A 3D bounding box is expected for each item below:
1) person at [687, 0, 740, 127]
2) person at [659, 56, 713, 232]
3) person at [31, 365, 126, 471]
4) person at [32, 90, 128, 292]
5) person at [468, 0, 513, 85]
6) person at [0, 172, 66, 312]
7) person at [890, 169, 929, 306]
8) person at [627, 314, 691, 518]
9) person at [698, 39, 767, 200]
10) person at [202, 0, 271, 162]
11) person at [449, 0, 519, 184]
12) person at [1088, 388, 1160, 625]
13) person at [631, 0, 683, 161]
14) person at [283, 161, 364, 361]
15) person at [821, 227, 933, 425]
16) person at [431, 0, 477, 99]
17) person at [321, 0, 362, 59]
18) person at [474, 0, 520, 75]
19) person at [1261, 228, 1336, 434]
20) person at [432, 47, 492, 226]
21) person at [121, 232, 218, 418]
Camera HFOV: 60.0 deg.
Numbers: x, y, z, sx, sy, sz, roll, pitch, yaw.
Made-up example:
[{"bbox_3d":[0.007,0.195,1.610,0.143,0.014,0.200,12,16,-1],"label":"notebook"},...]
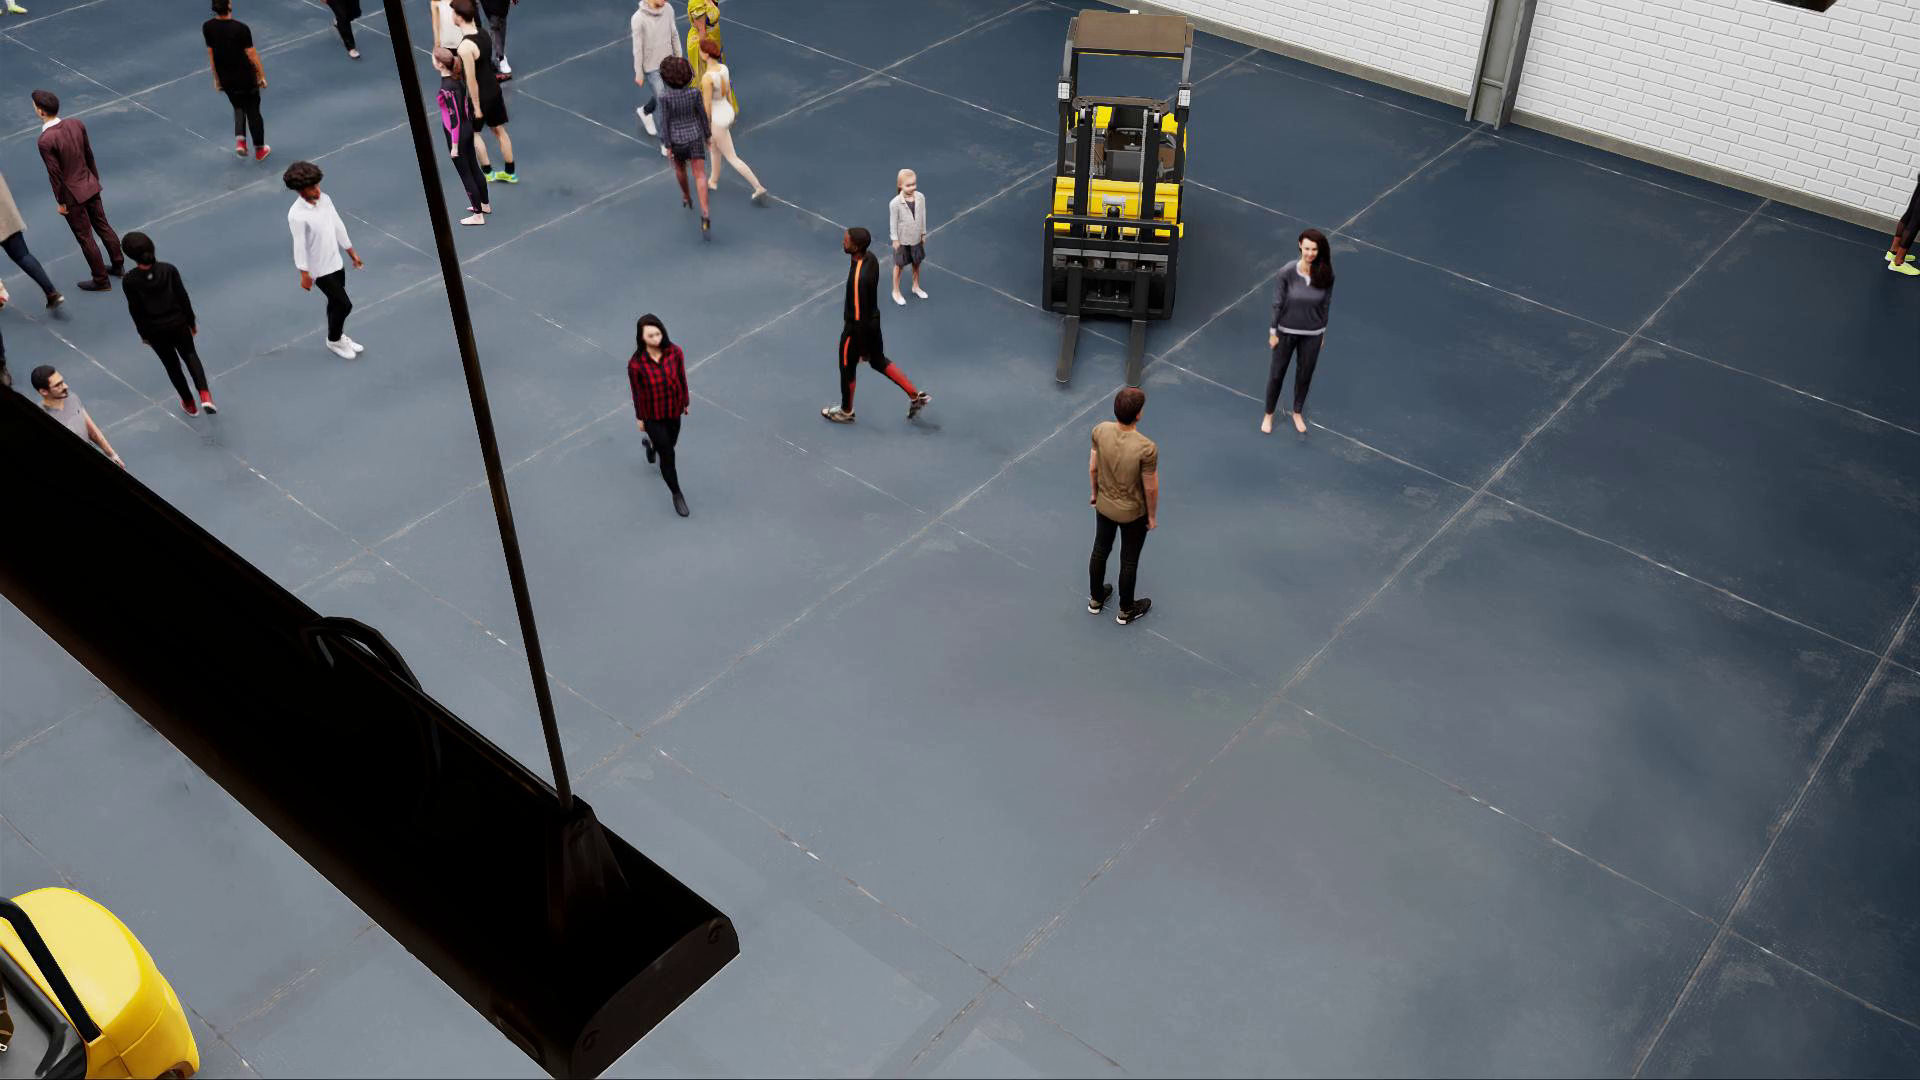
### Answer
[{"bbox_3d":[-2.710,-5.228,17.659,1.054,1.661,0.994,-3,39,-4],"label":"person"},{"bbox_3d":[-2.570,-3.711,15.763,0.963,1.657,1.166,-12,40,-15],"label":"person"},{"bbox_3d":[-6.267,-0.461,11.648,1.173,1.715,1.043,2,39,2],"label":"person"},{"bbox_3d":[-7.887,-3.127,14.865,0.751,1.866,0.768,10,40,13],"label":"person"},{"bbox_3d":[-5.638,-5.952,18.437,1.206,1.822,0.808,25,45,28],"label":"person"},{"bbox_3d":[-8.376,-2.790,14.442,1.165,1.868,0.772,22,43,25],"label":"person"},{"bbox_3d":[-0.468,-2.720,14.830,0.576,1.274,0.610,-18,42,-22],"label":"person"},{"bbox_3d":[-2.261,-0.990,12.376,0.760,1.633,1.059,-23,44,-26],"label":"person"},{"bbox_3d":[-2.258,-4.064,16.246,1.119,1.606,0.790,14,41,17],"label":"person"},{"bbox_3d":[-7.347,-4.643,16.860,0.815,1.746,0.881,0,39,0],"label":"person"},{"bbox_3d":[-4.639,-4.395,16.447,0.848,1.873,0.810,11,40,13],"label":"person"},{"bbox_3d":[1.089,-0.237,11.257,0.515,1.852,0.738,24,44,27],"label":"person"},{"bbox_3d":[-3.162,-4.908,17.138,1.150,1.811,0.680,31,48,33],"label":"person"},{"bbox_3d":[-5.414,-2.346,13.945,0.767,1.794,0.753,8,39,10],"label":"person"},{"bbox_3d":[-0.667,-1.652,13.084,1.232,1.783,0.973,9,40,11],"label":"person"},{"bbox_3d":[-5.370,-5.230,17.649,0.819,1.678,1.137,-20,43,-23],"label":"person"},{"bbox_3d":[-7.197,-6.378,19.147,0.843,1.602,0.679,32,48,33],"label":"person"},{"bbox_3d":[-5.313,-6.258,18.897,0.851,1.728,1.032,-18,42,-21],"label":"person"},{"bbox_3d":[2.660,-1.646,13.089,0.671,1.768,0.745,-1,39,-1],"label":"person"},{"bbox_3d":[-4.775,-3.859,15.874,0.686,1.750,0.656,4,39,5],"label":"person"},{"bbox_3d":[-6.263,-1.656,13.186,0.698,1.661,0.858,-25,45,-28],"label":"person"}]
